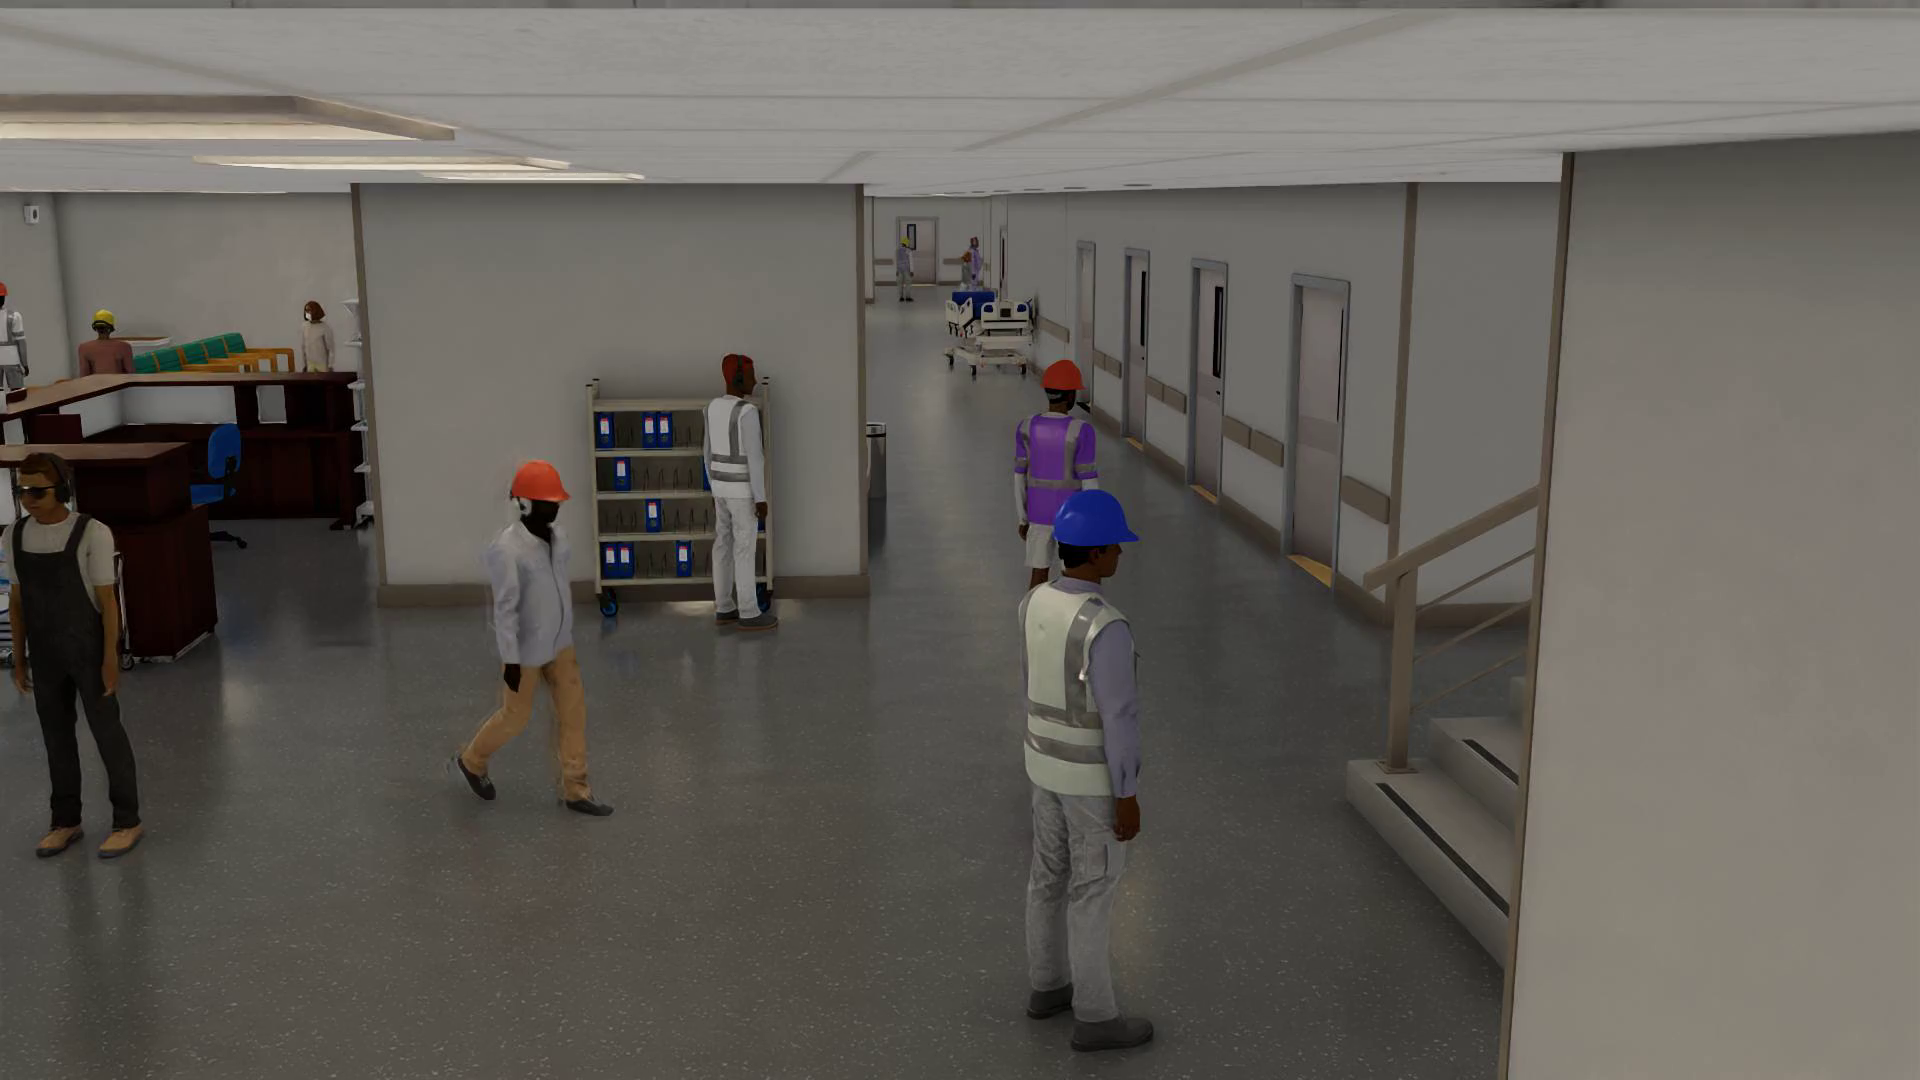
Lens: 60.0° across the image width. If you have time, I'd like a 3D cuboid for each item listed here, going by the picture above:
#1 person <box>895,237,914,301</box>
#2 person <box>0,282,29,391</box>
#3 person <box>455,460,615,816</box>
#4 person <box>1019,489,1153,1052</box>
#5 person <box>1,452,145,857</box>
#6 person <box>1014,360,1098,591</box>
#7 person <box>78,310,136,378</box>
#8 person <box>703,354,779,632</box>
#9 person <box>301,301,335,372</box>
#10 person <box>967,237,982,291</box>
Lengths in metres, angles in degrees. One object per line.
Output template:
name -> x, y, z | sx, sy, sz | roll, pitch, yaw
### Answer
person -> -1.588, -7.814, 48.059 | 0.593, 1.833, 0.403 | 7, 14, 32
person -> -11.652, -2.178, 20.257 | 0.551, 1.936, 0.357 | -3, 12, -16
person -> -2.070, 0.465, 7.894 | 0.801, 1.723, 0.559 | 5, 13, 24
person -> 0.422, 0.789, 5.735 | 0.384, 1.948, 0.605 | -6, 13, -28
person -> -3.954, 0.512, 7.373 | 0.502, 1.838, 0.345 | 1, 12, 5
person -> 0.616, -0.151, 10.352 | 0.552, 1.935, 0.366 | 7, 13, 30
person -> -8.991, -1.546, 17.599 | 0.533, 1.765, 0.318 | -5, 12, -21
person -> -1.512, -0.318, 11.321 | 0.359, 1.876, 0.573 | -10, 15, -41
person -> -8.233, -2.247, 21.339 | 0.501, 1.633, 0.285 | 5, 12, 22
person -> 0.401, -7.280, 45.257 | 0.407, 1.913, 0.641 | 1, 12, 5
